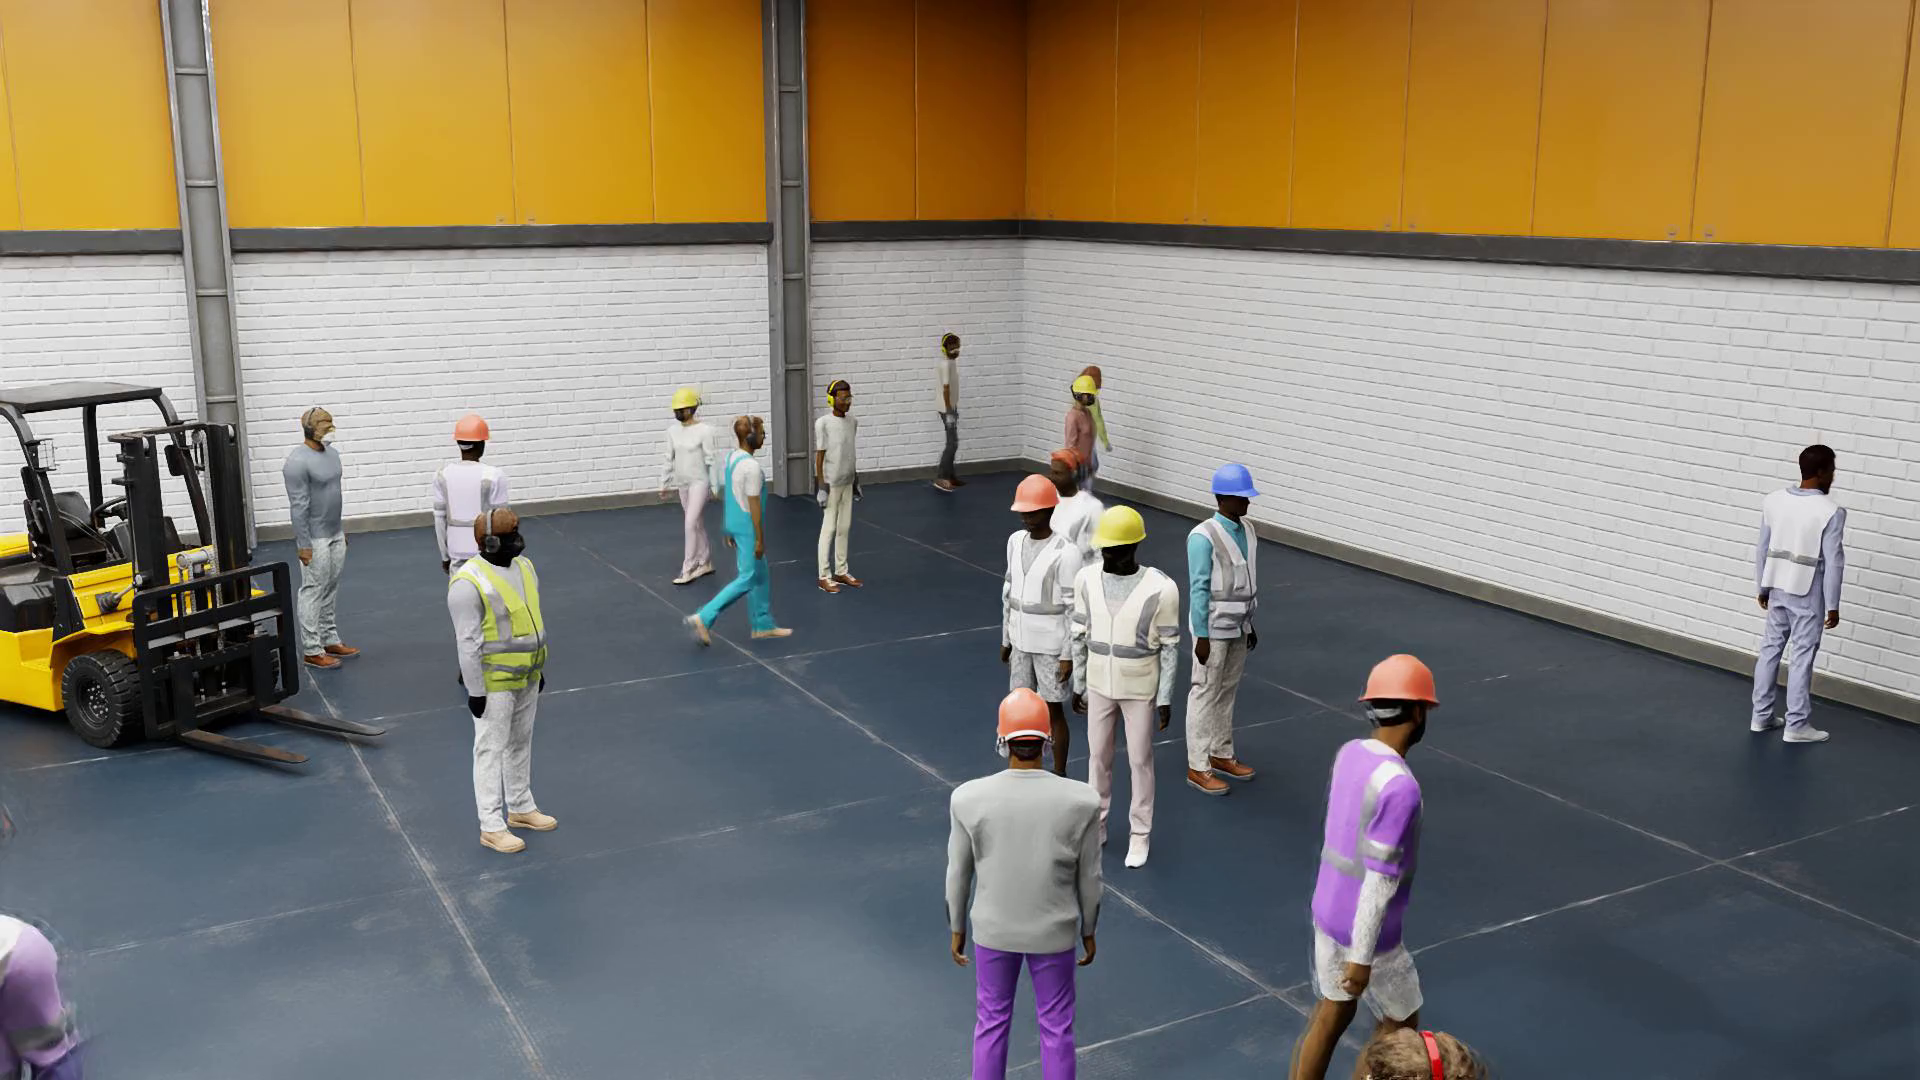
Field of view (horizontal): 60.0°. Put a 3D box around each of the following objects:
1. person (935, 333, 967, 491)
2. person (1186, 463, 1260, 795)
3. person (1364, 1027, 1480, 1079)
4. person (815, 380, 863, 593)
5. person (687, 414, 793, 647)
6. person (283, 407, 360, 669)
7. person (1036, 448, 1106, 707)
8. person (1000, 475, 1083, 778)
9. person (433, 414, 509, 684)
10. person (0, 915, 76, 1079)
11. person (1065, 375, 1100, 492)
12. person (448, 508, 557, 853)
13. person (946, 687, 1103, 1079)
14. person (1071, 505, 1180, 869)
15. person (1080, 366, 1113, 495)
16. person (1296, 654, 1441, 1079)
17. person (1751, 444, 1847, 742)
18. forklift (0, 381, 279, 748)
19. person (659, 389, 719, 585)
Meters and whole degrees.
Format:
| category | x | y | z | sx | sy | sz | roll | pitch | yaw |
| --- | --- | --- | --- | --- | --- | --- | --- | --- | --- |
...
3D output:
| category | x | y | z | sx | sy | sz | roll | pitch | yaw |
| --- | --- | --- | --- | --- | --- | --- | --- | --- | --- |
| person | -0.120 | -1.499 | 19.446 | 0.314 | 1.851 | 0.680 | 1 | 12 | 5 |
| person | 1.555 | 0.507 | 9.802 | 0.389 | 1.949 | 0.604 | 10 | 15 | 38 |
| person | 0.985 | 1.891 | 3.608 | 0.481 | 1.824 | 0.594 | 12 | 17 | 43 |
| person | -1.056 | -0.481 | 14.622 | 0.317 | 1.870 | 0.523 | 10 | 15 | 38 |
| person | -1.711 | -0.060 | 12.794 | 0.820 | 1.822 | 0.519 | -6 | 13 | -25 |
| person | -4.735 | -0.024 | 12.318 | 0.353 | 1.936 | 0.635 | 1 | 12 | 6 |
| person | 0.674 | 0.293 | 11.090 | 1.005 | 1.827 | 0.582 | -9 | 15 | -36 |
| person | 0.432 | 0.581 | 9.482 | 0.361 | 1.935 | 0.552 | -12 | 17 | -43 |
| person | -3.448 | 0.072 | 11.868 | 0.548 | 1.937 | 0.379 | 1 | 12 | 7 |
| person | -2.666 | 1.623 | 4.387 | 0.617 | 2.027 | 0.466 | 1 | 12 | 6 |
| person | 1.152 | -0.701 | 15.920 | 0.355 | 1.755 | 0.519 | 5 | 13 | 22 |
| person | -2.444 | 0.738 | 8.964 | 0.429 | 1.846 | 0.633 | 4 | 13 | 19 |
| person | 0.236 | 1.400 | 6.126 | 0.577 | 1.739 | 0.392 | 2 | 12 | 7 |
| person | 0.843 | 0.759 | 8.679 | 0.589 | 1.924 | 0.383 | 7 | 14 | 28 |
| person | 1.430 | -1.066 | 17.937 | 0.370 | 1.628 | 0.518 | -2 | 12 | -10 |
| person | 1.434 | 1.353 | 5.962 | 0.621 | 1.889 | 0.559 | -3 | 12 | -14 |
| person | 5.364 | 0.338 | 10.671 | 0.370 | 1.915 | 0.596 | -5 | 13 | -23 |
| forklift | -5.853 | 0.085 | 11.199 | 2.313 | 2.155 | 1.214 | 7 | 14 | 28 |
| person | -2.475 | -0.474 | 14.874 | 0.556 | 1.736 | 0.757 | 8 | 15 | 34 |
